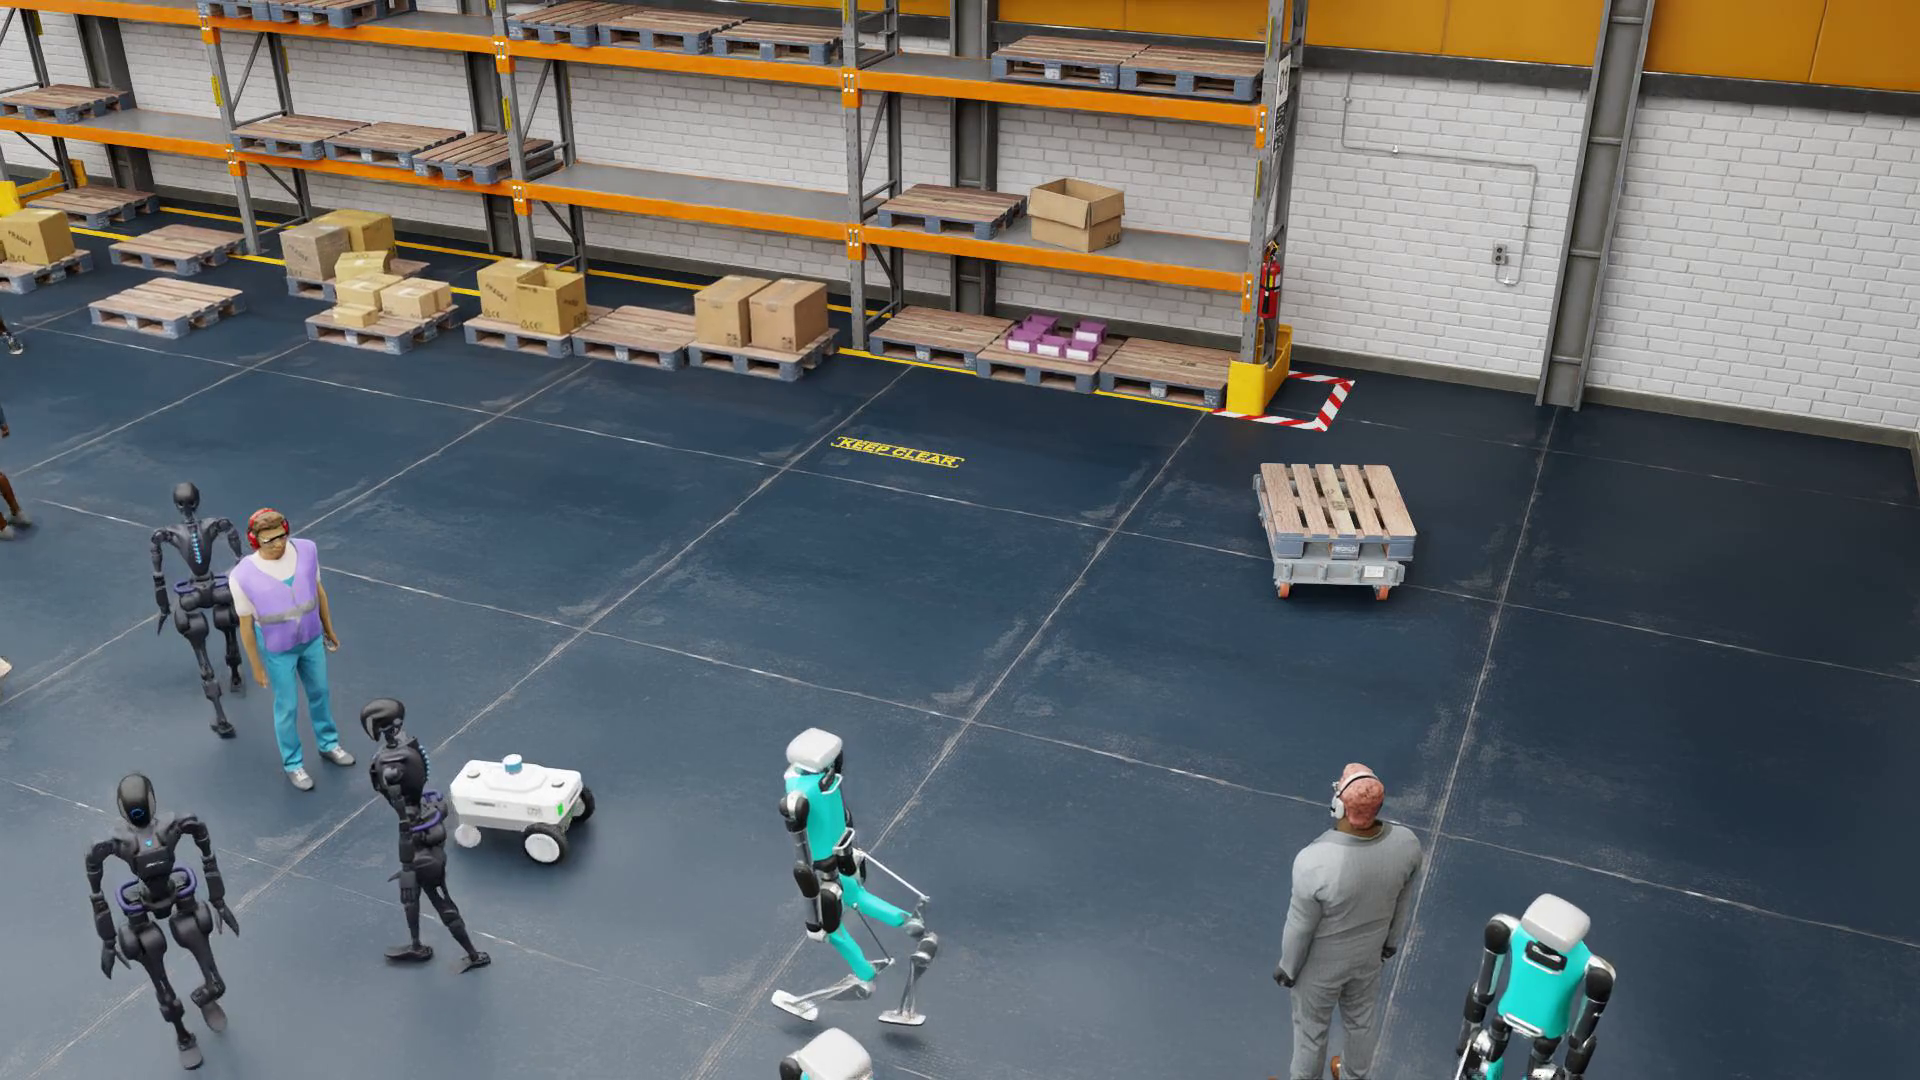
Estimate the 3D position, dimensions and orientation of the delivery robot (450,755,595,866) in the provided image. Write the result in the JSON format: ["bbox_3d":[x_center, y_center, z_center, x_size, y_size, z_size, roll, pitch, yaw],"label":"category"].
[{"bbox_3d":[-2.543,1.532,9.669,0.812,0.614,0.499,5,28,9],"label":"delivery robot"}]

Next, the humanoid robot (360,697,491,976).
[{"bbox_3d":[-2.778,1.525,8.461,0.525,1.642,0.588,-7,28,-13],"label":"humanoid robot"}]

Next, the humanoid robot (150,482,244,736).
[{"bbox_3d":[-4.863,0.394,10.672,0.603,1.624,0.773,-15,31,-26],"label":"humanoid robot"}]

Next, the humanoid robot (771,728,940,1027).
[{"bbox_3d":[-0.442,1.731,8.002,1.011,1.746,0.532,9,28,16],"label":"humanoid robot"}]

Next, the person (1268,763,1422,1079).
[{"bbox_3d":[1.717,1.841,7.577,0.651,1.906,0.412,-10,29,-19],"label":"person"}]

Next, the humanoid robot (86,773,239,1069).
[{"bbox_3d":[-3.786,1.800,7.897,0.614,1.646,0.348,-18,32,-31],"label":"humanoid robot"}]

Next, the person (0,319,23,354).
[{"bbox_3d":[-9.849,-2.689,16.348,0.681,1.922,0.641,5,28,10],"label":"person"}]

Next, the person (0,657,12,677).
[{"bbox_3d":[-6.711,0.111,10.993,0.539,1.840,0.537,4,28,8],"label":"person"}]

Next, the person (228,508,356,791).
[{"bbox_3d":[-4.041,0.623,10.016,0.390,1.837,0.571,18,32,31],"label":"person"}]

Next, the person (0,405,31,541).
[{"bbox_3d":[-7.724,-0.871,12.843,0.549,1.900,0.581,13,30,23],"label":"person"}]

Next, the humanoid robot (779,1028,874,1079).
[{"bbox_3d":[-0.587,2.720,6.185,0.547,1.905,0.723,19,33,33],"label":"humanoid robot"}]

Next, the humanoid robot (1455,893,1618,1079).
[{"bbox_3d":[2.262,2.290,6.891,0.569,1.748,0.973,19,33,33],"label":"humanoid robot"}]
